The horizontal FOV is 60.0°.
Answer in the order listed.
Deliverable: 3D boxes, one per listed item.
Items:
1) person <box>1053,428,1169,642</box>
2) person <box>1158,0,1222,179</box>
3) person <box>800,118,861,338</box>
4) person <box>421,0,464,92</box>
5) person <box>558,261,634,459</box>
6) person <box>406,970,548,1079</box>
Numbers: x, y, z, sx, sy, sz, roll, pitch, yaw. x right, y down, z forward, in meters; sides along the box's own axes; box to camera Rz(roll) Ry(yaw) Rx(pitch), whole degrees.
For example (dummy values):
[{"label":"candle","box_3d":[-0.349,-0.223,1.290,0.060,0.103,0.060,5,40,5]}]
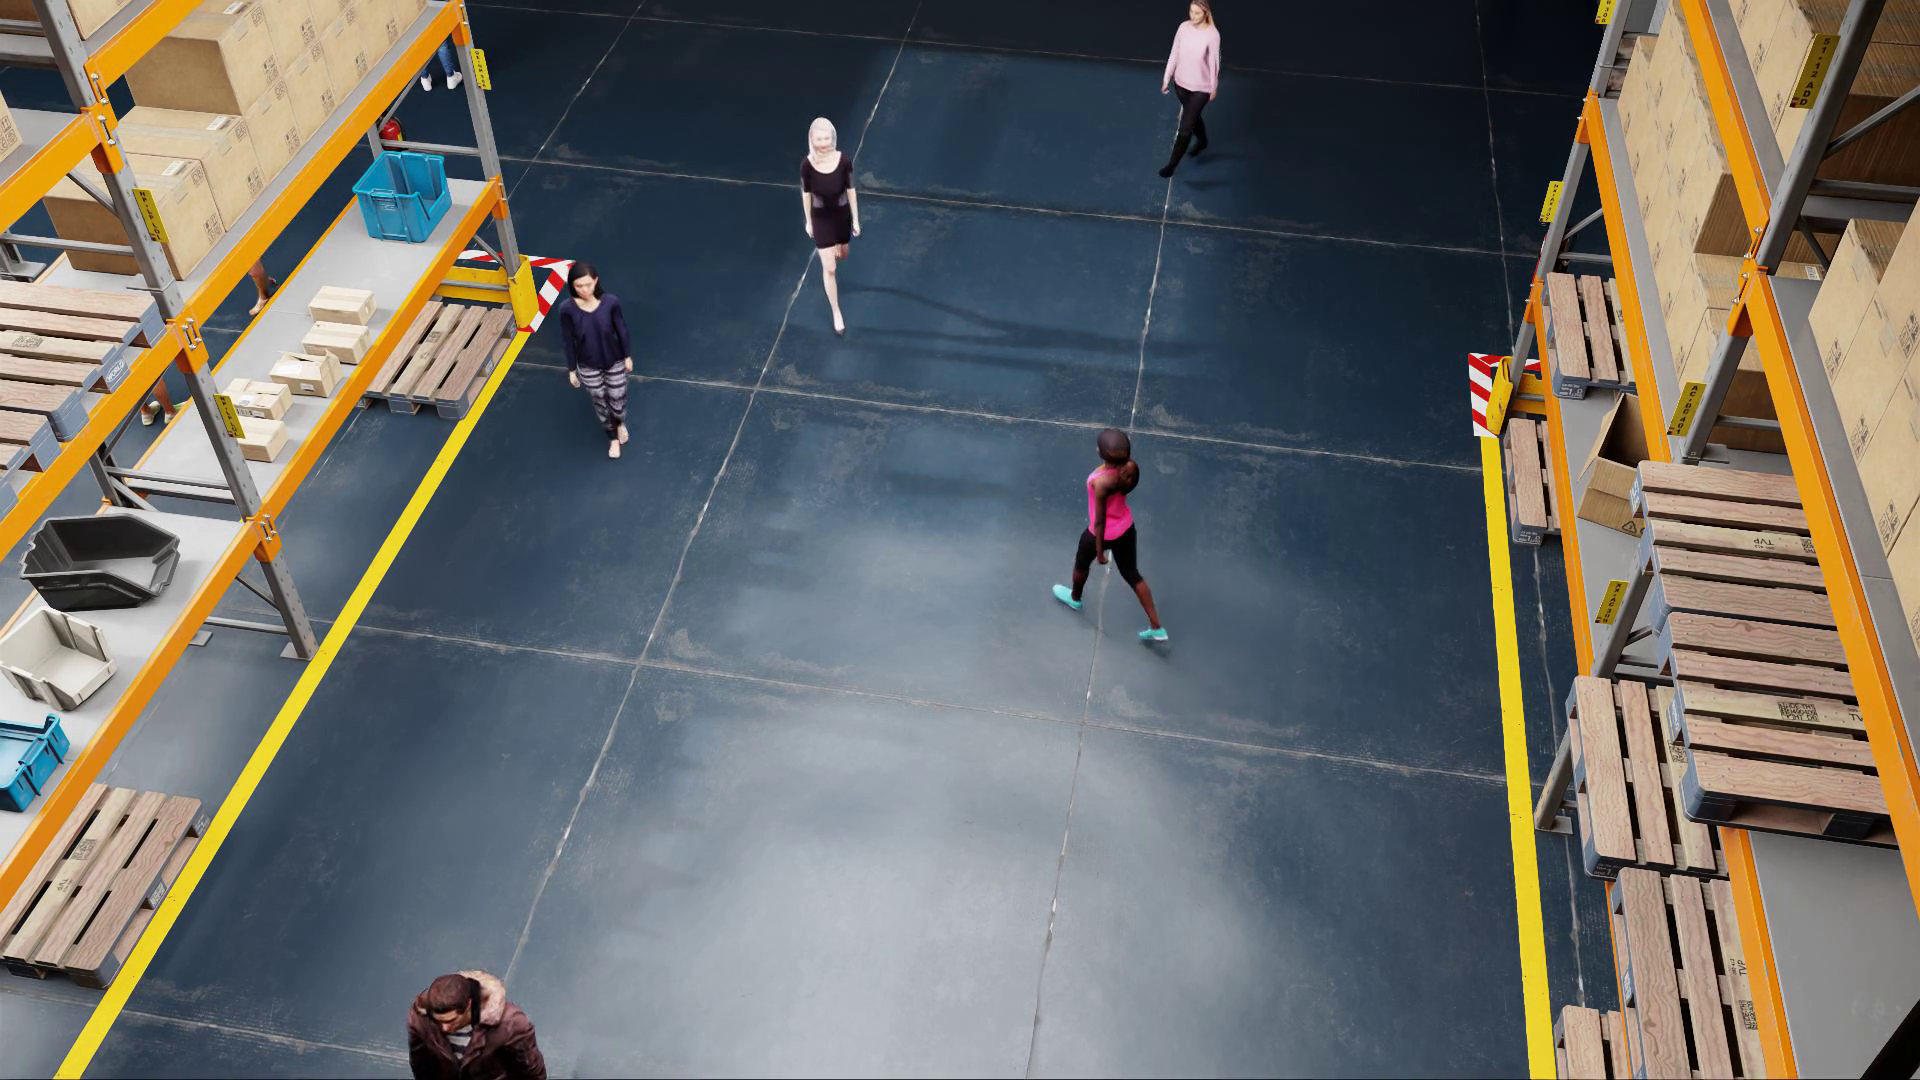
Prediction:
[{"label":"person","box_3d":[1.055,-0.004,10.810,1.120,1.686,1.064,-33,53,-30]},{"label":"person","box_3d":[2.179,-4.183,15.231,0.981,1.638,1.188,30,51,28]},{"label":"person","box_3d":[-1.055,-2.616,13.466,0.934,1.805,1.190,-12,45,-12]},{"label":"person","box_3d":[-5.289,-5.278,16.260,0.737,1.805,0.667,-5,44,-5]},{"label":"person","box_3d":[-2.648,-1.375,12.220,0.714,1.725,0.734,-7,44,-7]},{"label":"person","box_3d":[-2.260,2.543,8.029,0.736,1.834,0.674,7,44,7]}]
